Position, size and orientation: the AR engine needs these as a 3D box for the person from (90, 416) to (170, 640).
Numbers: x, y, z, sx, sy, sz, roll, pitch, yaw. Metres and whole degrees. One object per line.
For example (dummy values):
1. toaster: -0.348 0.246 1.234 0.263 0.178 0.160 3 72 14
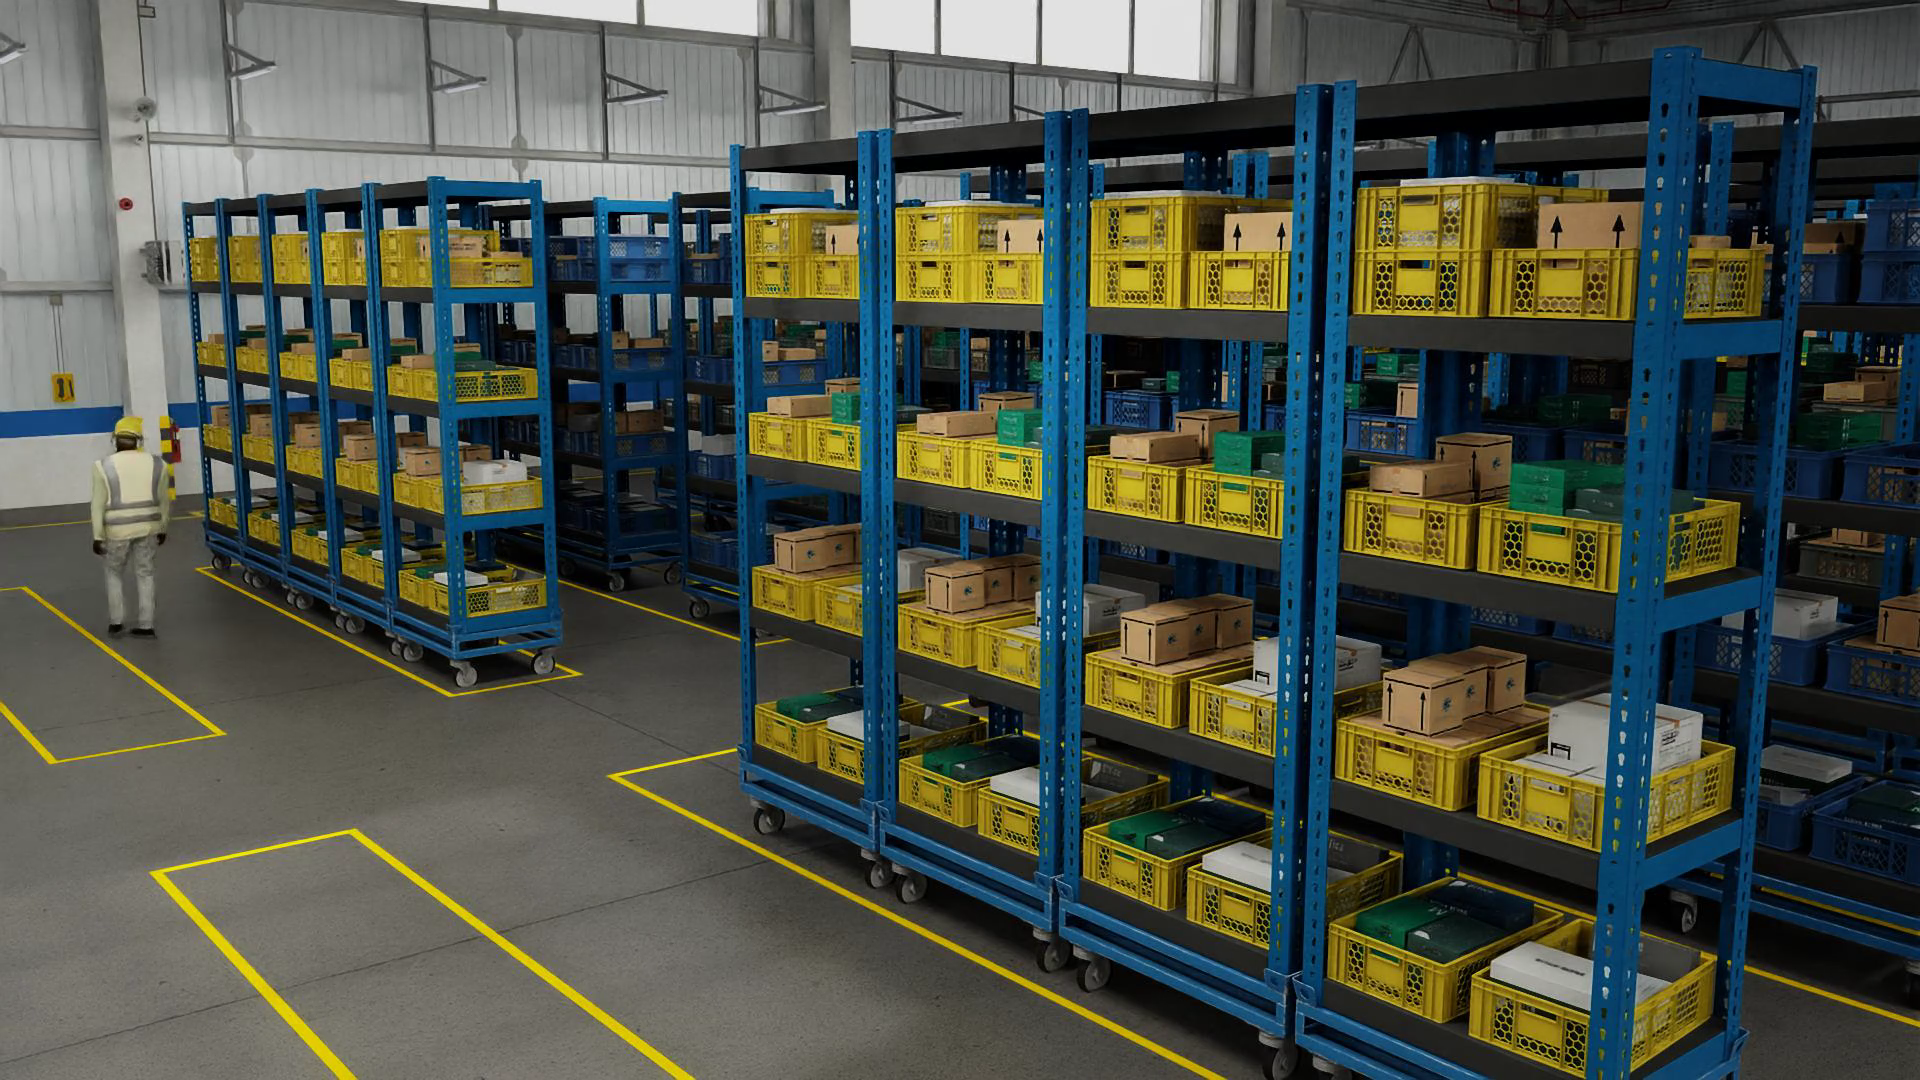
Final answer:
1. person: -6.695 -0.088 13.383 0.559 1.794 0.642 9 13 44
